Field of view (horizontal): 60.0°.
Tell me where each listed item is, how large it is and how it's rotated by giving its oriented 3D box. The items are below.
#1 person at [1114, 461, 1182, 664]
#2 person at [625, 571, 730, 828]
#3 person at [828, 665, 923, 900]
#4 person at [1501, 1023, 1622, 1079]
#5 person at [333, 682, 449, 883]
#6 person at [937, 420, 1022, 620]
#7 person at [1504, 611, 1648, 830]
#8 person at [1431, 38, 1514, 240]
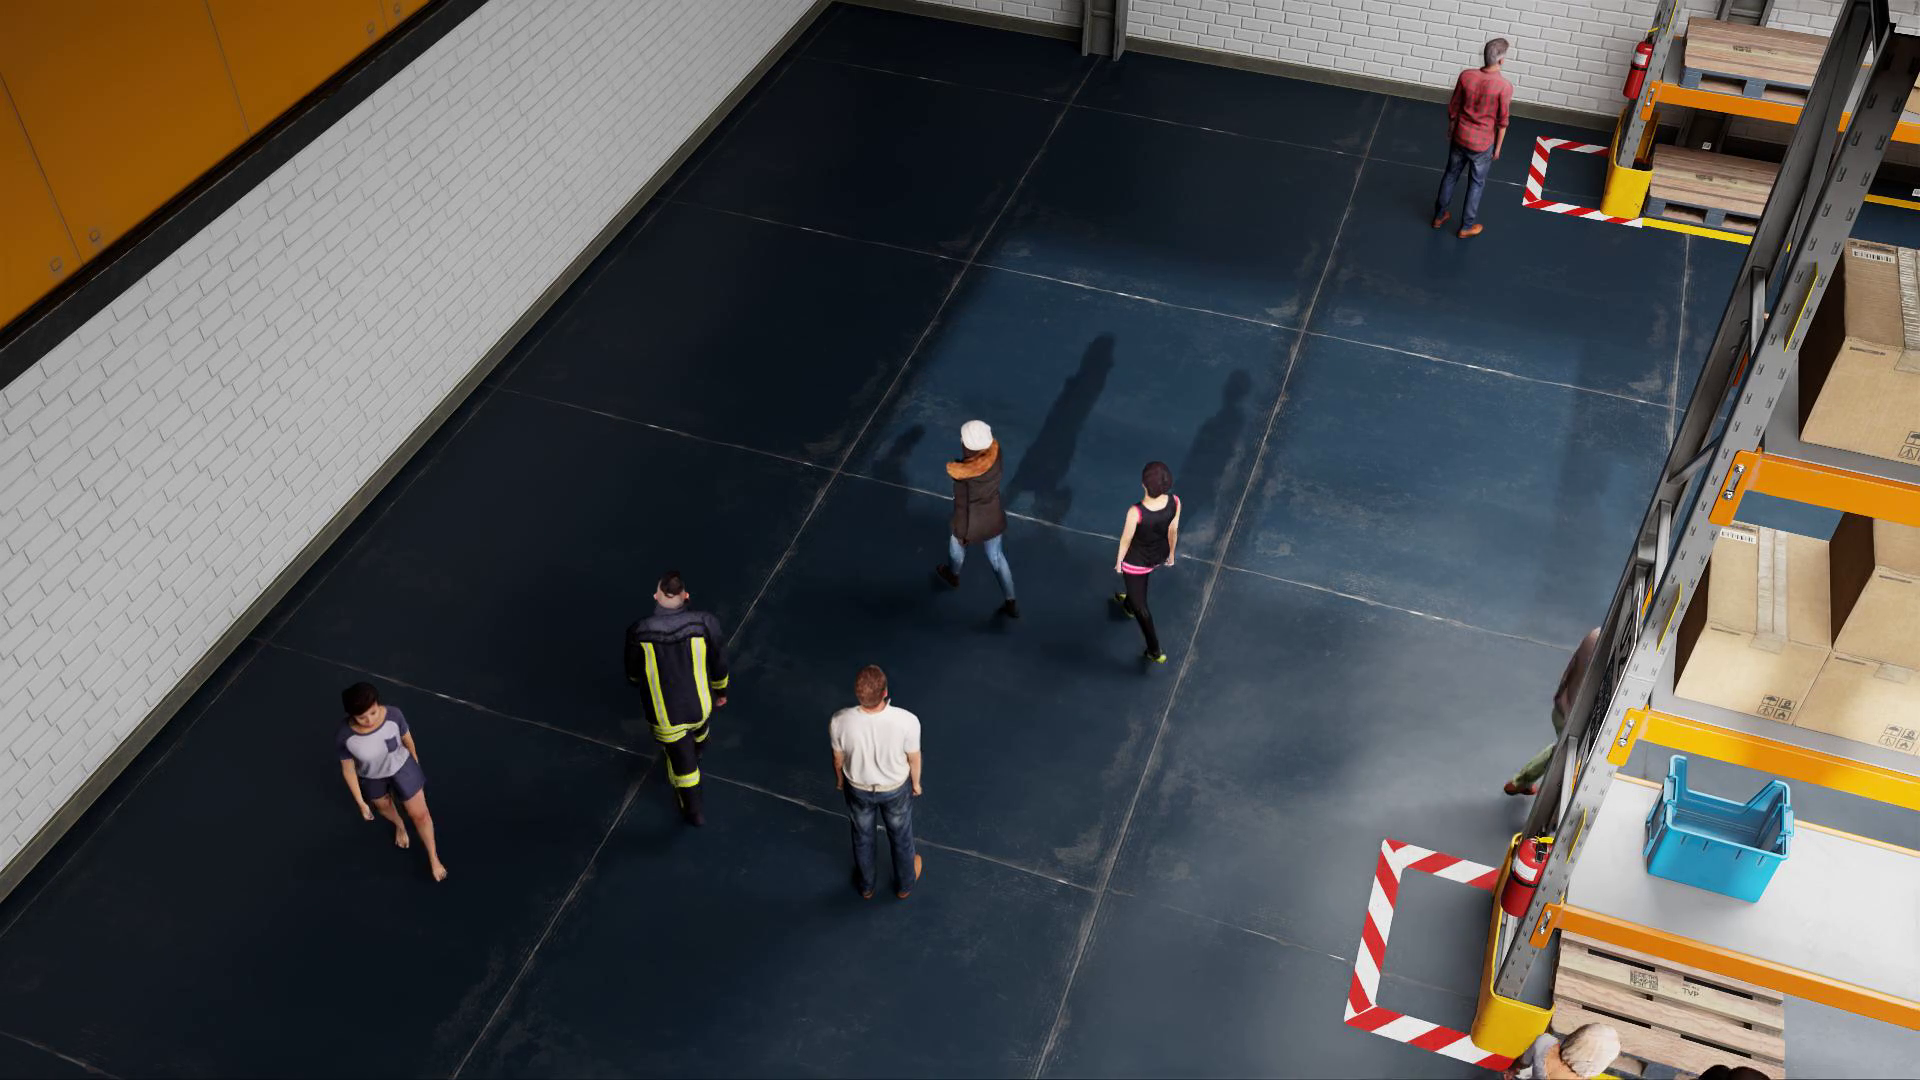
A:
[{"bbox_3d":[1.250,0.148,10.955,0.978,1.519,1.037,-18,47,-18],"label":"person"},{"bbox_3d":[-1.664,0.949,9.891,1.215,1.827,1.237,-16,46,-16],"label":"person"},{"bbox_3d":[-0.470,1.396,9.402,0.608,1.855,0.775,3,44,3],"label":"person"},{"bbox_3d":[2.684,2.846,7.992,1.164,1.701,1.128,-23,48,-22],"label":"person"},{"bbox_3d":[-3.397,1.292,9.743,0.850,1.535,0.906,-16,46,-16],"label":"person"},{"bbox_3d":[0.178,-0.126,11.181,1.000,1.606,1.140,-25,49,-24],"label":"person"},{"bbox_3d":[3.539,1.092,9.720,0.837,1.856,0.801,-3,44,-3],"label":"person"},{"bbox_3d":[4.510,-3.534,14.596,0.638,1.829,0.822,32,52,29],"label":"person"}]
